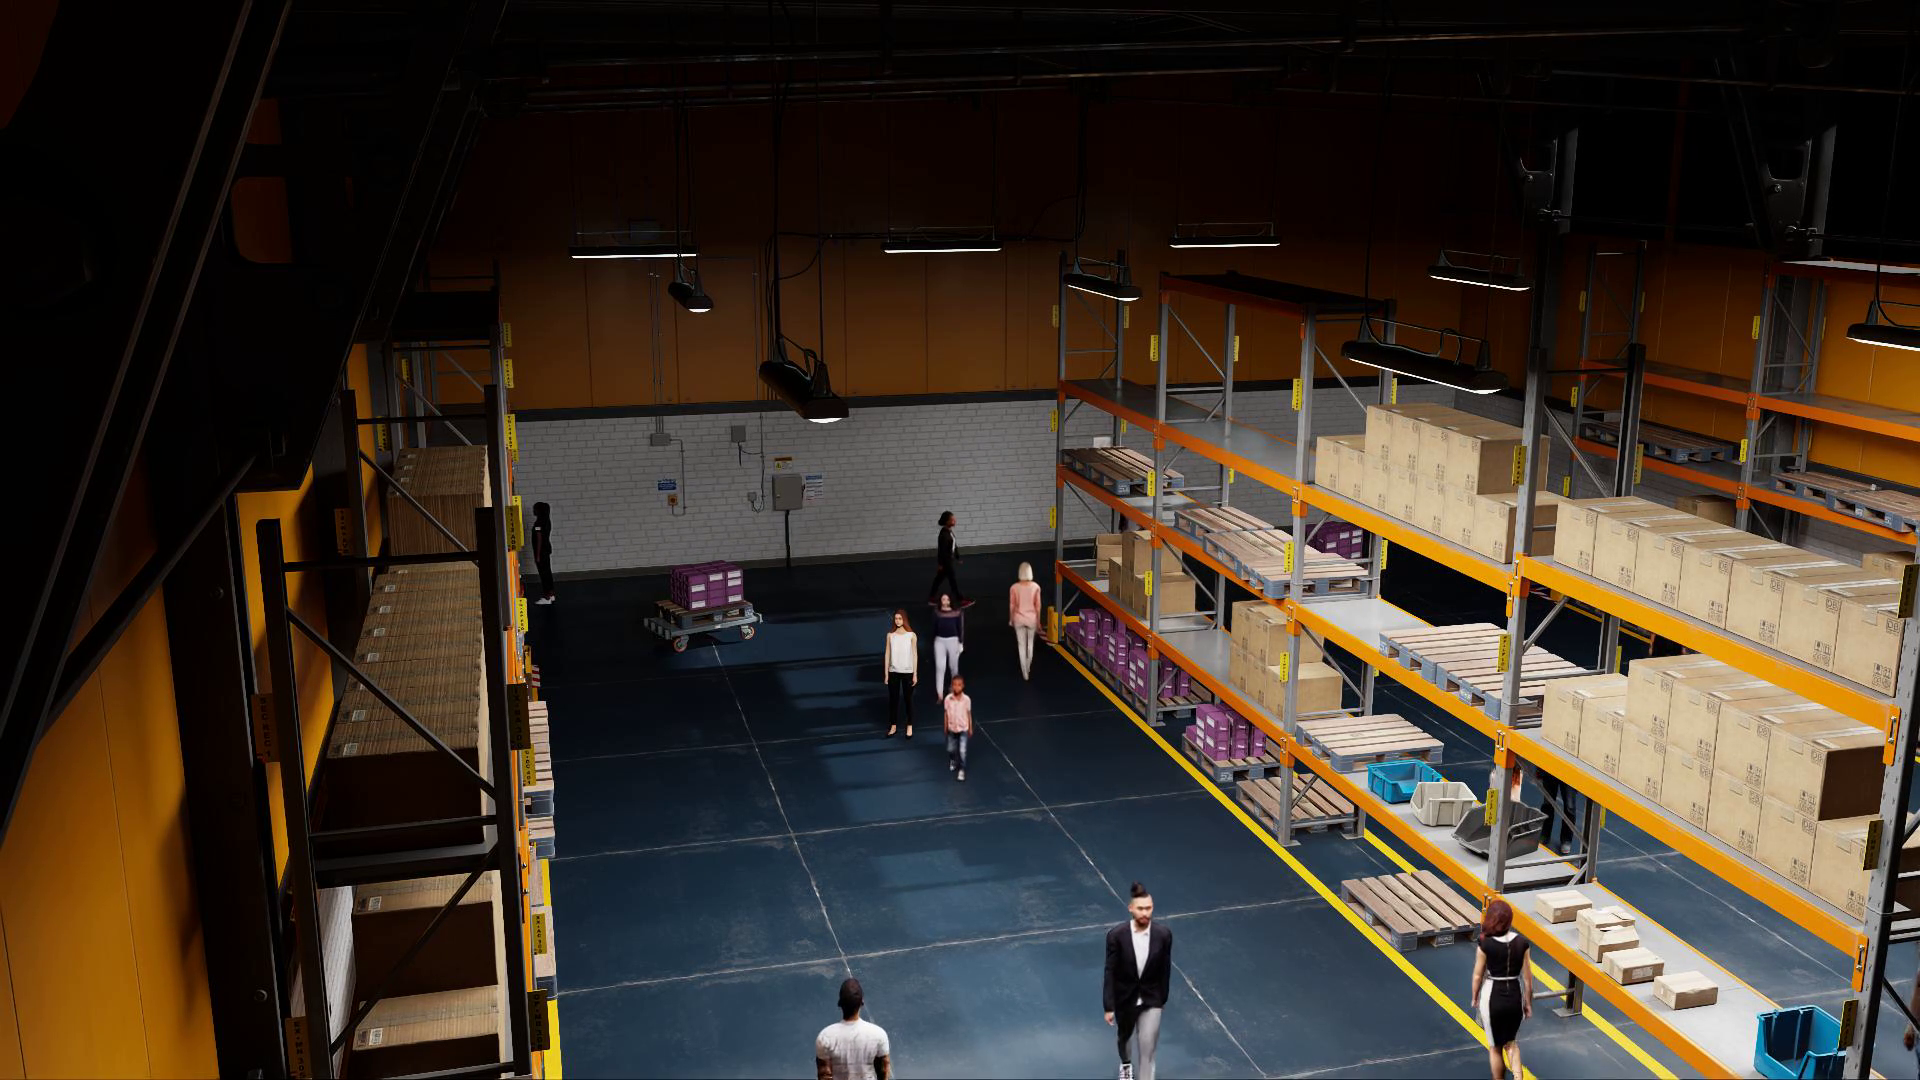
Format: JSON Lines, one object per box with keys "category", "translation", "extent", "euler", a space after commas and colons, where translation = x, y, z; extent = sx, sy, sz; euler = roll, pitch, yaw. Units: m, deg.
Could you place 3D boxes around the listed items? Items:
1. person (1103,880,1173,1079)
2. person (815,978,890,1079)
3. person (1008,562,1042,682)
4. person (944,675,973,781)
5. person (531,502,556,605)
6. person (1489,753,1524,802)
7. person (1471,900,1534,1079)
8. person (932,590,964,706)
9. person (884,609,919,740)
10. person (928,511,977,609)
{"category": "person", "translation": [1.394, 3.631, 13.385], "extent": [0.968, 1.900, 1.326], "euler": [1, 14, 2]}
{"category": "person", "translation": [-0.758, 4.059, 11.805], "extent": [0.794, 1.811, 1.198], "euler": [-2, 14, -7]}
{"category": "person", "translation": [0.945, 1.187, 23.900], "extent": [0.717, 1.702, 0.959], "euler": [-1, 14, -4]}
{"category": "person", "translation": [-0.011, 2.262, 20.317], "extent": [0.639, 1.298, 0.756], "euler": [2, 14, 7]}
{"category": "person", "translation": [-7.003, 0.209, 27.884], "extent": [0.746, 1.729, 0.608], "euler": [2, 14, 6]}
{"category": "person", "translation": [5.738, 2.882, 17.438], "extent": [0.581, 1.448, 0.900], "euler": [-4, 14, -16]}
{"category": "person", "translation": [4.316, 3.752, 13.141], "extent": [0.650, 1.779, 0.740], "euler": [-1, 14, -4]}
{"category": "person", "translation": [-0.165, 1.461, 23.054], "extent": [0.896, 1.566, 1.161], "euler": [3, 14, 11]}
{"category": "person", "translation": [-0.765, 1.727, 21.627], "extent": [0.653, 1.722, 0.637], "euler": [2, 14, 10]}
{"category": "person", "translation": [-0.308, 0.346, 27.523], "extent": [1.002, 1.632, 1.098], "euler": [3, 14, 13]}
